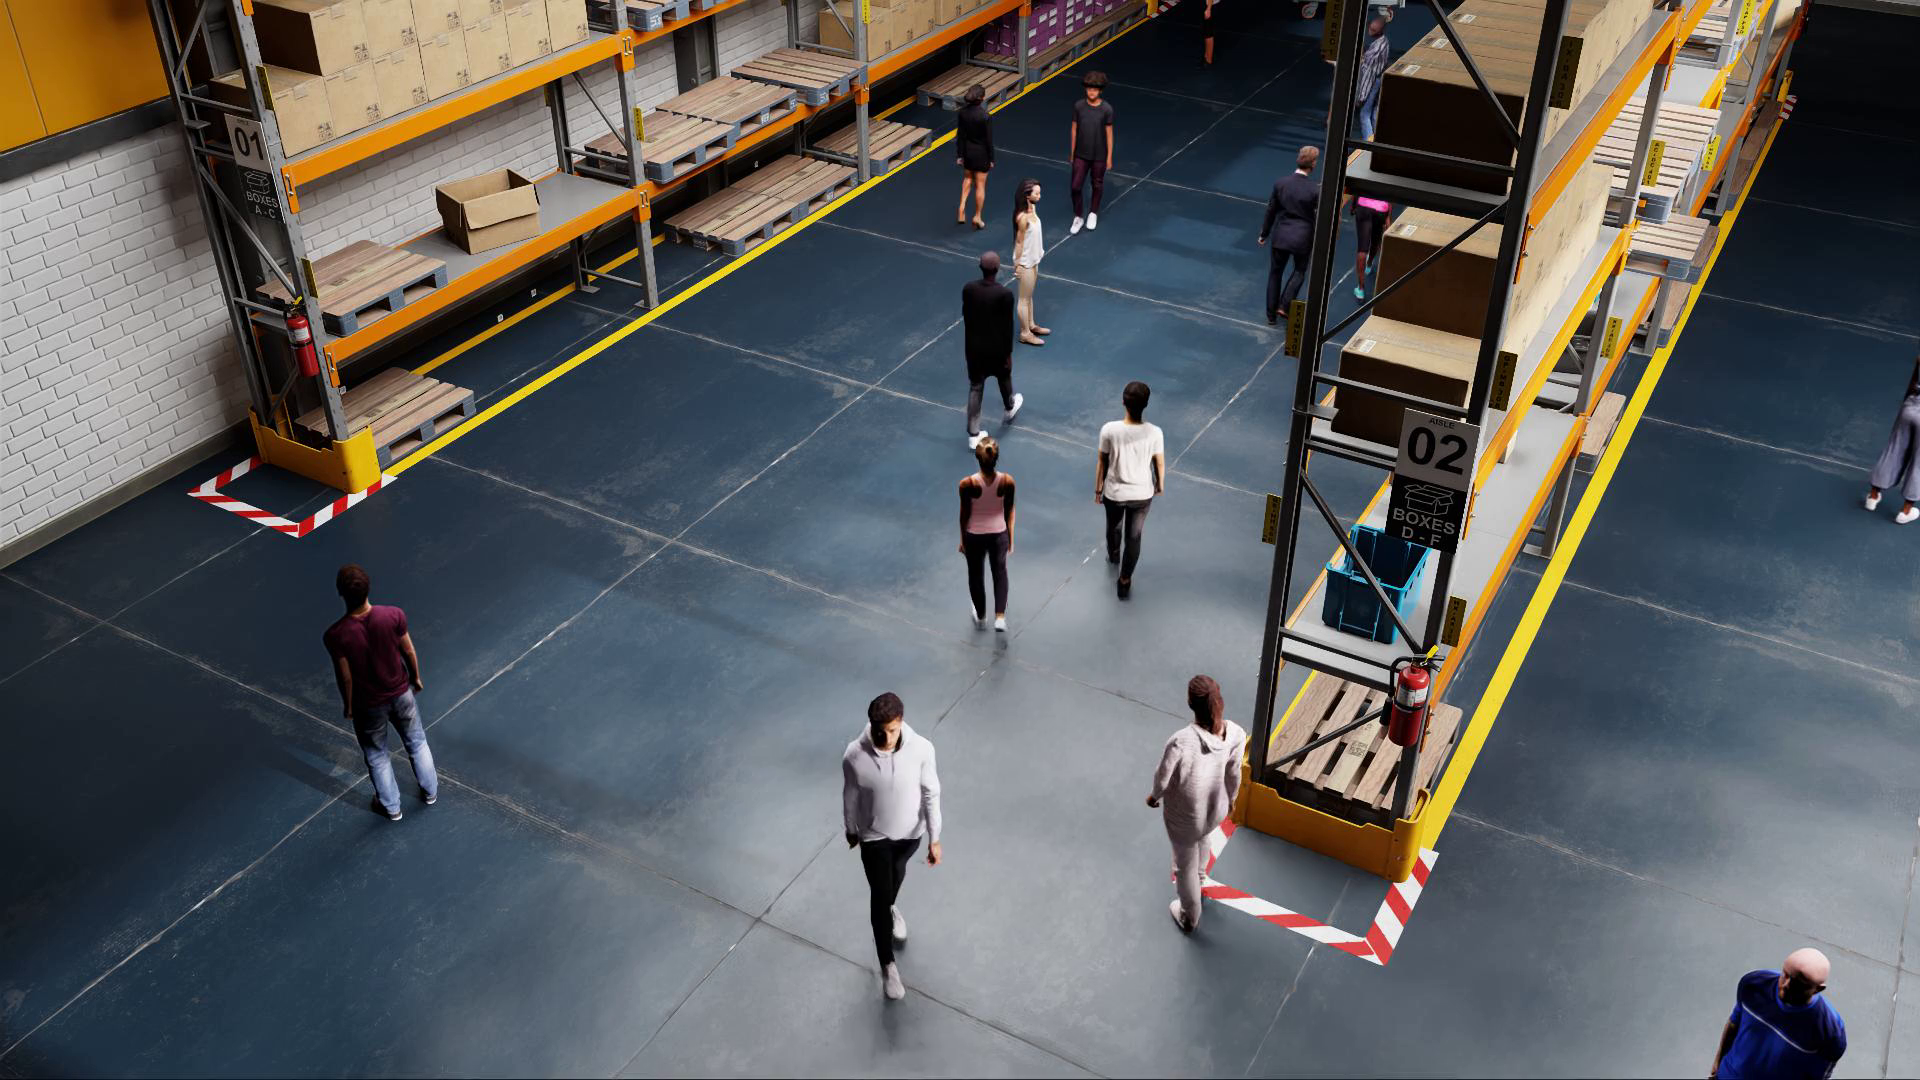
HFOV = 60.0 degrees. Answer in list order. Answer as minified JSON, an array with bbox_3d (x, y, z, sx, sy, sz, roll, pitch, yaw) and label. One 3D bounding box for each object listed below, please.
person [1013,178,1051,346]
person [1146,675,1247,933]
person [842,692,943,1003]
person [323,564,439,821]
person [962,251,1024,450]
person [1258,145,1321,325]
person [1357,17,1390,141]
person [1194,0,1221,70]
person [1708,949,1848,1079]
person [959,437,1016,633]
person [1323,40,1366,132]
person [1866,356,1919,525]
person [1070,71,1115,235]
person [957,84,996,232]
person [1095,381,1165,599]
[{"bbox_3d":[0.626,-2.678,15.899,0.673,1.652,0.610,-6,34,-9],"label":"person"},{"bbox_3d":[1.393,1.568,9.499,0.835,1.665,0.891,-14,36,-20],"label":"person"},{"bbox_3d":[-0.407,1.537,9.339,1.080,1.894,1.131,-10,35,-14],"label":"person"},{"bbox_3d":[-3.580,0.937,10.277,0.649,1.854,0.795,-22,39,-29],"label":"person"},{"bbox_3d":[0.191,-1.578,14.178,0.745,1.726,1.095,14,36,20],"label":"person"},{"bbox_3d":[3.215,-2.906,16.113,0.815,1.796,0.717,12,35,17],"label":"person"},{"bbox_3d":[4.957,-5.396,19.883,0.862,1.769,0.518,21,39,28],"label":"person"},{"bbox_3d":[3.456,-7.390,22.905,0.811,1.743,0.677,2,34,3],"label":"person"},{"bbox_3d":[3.782,2.579,7.820,0.734,1.839,0.752,-21,39,-28],"label":"person"},{"bbox_3d":[0.193,0.023,11.854,0.796,1.632,0.885,-4,34,-6],"label":"person"},{"bbox_3d":[4.745,-5.981,20.804,0.908,1.723,0.762,-24,40,-31],"label":"person"},{"bbox_3d":[7.663,-0.938,13.243,0.628,1.695,0.644,-23,40,-30],"label":"person"},{"bbox_3d":[1.452,-4.281,18.208,0.753,1.766,0.806,6,34,9],"label":"person"},{"bbox_3d":[0.141,-4.121,18.087,0.543,1.634,0.628,18,38,25],"label":"person"},{"bbox_3d":[1.240,-0.338,12.337,0.892,1.698,1.060,3,34,5],"label":"person"}]
